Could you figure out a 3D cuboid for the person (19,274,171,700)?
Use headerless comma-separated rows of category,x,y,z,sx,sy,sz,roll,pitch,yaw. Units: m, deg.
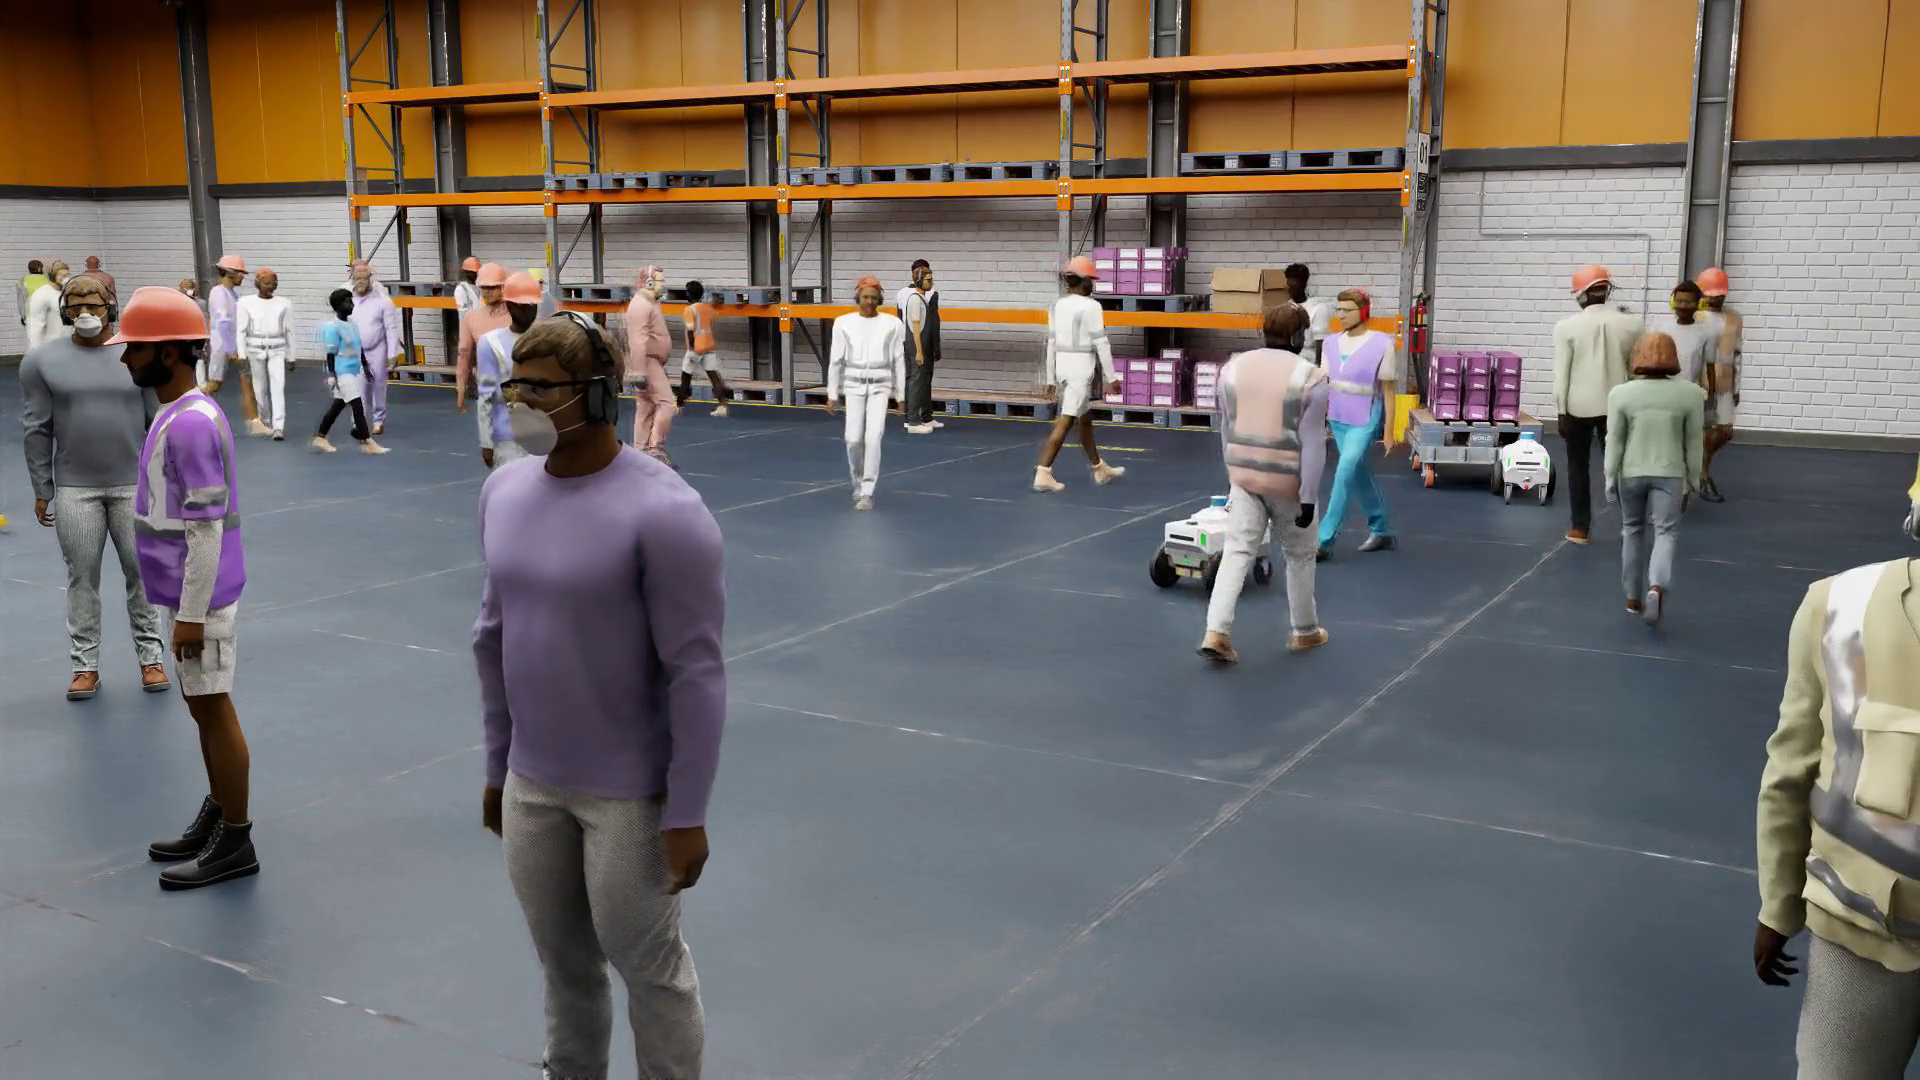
person,-3.936,-0.243,7.659,0.630,1.940,0.372,-5,11,-25

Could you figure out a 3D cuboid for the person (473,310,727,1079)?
person,-0.753,0.504,3.430,0.629,1.940,0.379,7,12,33

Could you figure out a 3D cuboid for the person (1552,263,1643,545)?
person,4.372,-0.895,11.334,0.639,1.960,0.795,1,10,4

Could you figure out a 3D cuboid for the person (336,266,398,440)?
person,-6.412,-2.022,17.976,0.664,1.847,1.010,-2,10,-10

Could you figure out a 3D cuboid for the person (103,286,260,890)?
person,-2.513,0.157,5.400,0.354,1.939,0.545,-6,11,-29

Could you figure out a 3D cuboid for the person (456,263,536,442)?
person,-3.647,-1.207,13.140,0.642,1.935,1.040,1,10,7

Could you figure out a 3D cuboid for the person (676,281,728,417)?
person,-3.199,-2.315,20.200,0.878,1.640,0.548,5,11,27

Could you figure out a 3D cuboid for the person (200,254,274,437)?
person,-7.958,-2.082,17.940,1.017,1.999,0.627,0,10,0

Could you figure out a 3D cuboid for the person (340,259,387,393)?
person,-7.885,-2.753,21.972,0.404,1.905,0.650,9,14,43

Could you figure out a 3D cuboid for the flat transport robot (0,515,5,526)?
flat transport robot,-7.726,-0.212,12.205,1.431,0.197,0.652,6,12,32

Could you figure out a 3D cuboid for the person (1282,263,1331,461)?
person,3.196,-1.622,15.552,0.618,1.921,0.998,9,14,42

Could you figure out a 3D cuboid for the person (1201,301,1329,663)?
person,1.529,-0.282,8.277,0.623,1.809,0.930,8,13,38

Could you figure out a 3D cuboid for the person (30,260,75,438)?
person,-9.571,-2.032,17.845,0.776,1.908,0.647,0,10,2

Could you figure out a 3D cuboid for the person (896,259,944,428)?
person,-0.473,-2.228,18.956,0.589,1.920,0.399,8,13,39

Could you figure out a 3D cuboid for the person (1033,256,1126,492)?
person,1.006,-1.406,14.142,1.071,1.986,0.623,-6,12,-30

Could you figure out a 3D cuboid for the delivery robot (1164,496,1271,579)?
delivery robot,1.566,-0.025,10.079,0.707,0.478,0.477,-9,14,-43

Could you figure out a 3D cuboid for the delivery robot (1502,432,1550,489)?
delivery robot,4.606,-0.636,13.538,0.477,0.478,0.707,3,10,16

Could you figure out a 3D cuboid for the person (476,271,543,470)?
person,-2.609,-0.653,10.026,0.568,1.927,0.596,-6,12,-32

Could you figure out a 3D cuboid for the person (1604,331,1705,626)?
person,3.805,-0.343,9.154,0.504,1.610,0.742,5,11,24

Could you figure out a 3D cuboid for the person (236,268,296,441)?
person,-7.475,-2.002,17.934,0.604,1.857,0.950,-5,11,-24

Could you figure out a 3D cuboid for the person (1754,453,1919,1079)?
person,1.675,0.662,2.843,0.600,1.827,0.404,7,12,34

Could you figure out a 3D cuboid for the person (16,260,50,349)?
person,-15.349,-3.741,27.755,0.624,1.841,0.430,-4,11,-23

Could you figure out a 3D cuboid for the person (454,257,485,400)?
person,-6.508,-2.837,22.392,0.474,1.921,0.586,4,11,23

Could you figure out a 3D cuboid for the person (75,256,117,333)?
person,-14.898,-3.945,28.715,0.639,1.908,0.409,-7,12,-33

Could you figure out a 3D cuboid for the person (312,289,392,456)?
person,-6.115,-1.661,16.496,0.859,1.657,0.534,0,10,3

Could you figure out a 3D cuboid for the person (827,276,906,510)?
person,-0.745,-1.183,13.282,0.624,1.836,0.751,0,10,0

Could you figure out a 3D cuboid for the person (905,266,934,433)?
person,-0.446,-2.111,18.500,0.327,1.844,0.514,0,10,2

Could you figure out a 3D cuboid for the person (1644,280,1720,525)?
person,5.461,-1.056,12.616,0.518,1.827,0.971,9,14,42

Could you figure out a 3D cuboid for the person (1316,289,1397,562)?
person,2.587,-0.764,11.032,0.989,1.792,0.590,-6,12,-32

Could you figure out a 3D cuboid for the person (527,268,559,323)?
person,-5.175,-2.358,20.018,0.828,1.791,0.609,4,11,22

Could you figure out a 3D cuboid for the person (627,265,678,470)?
person,-2.788,-1.575,15.332,0.575,1.885,0.687,-1,10,-6

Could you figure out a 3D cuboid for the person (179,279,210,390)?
person,-10.654,-2.801,23.040,0.497,1.626,0.283,-8,13,-38

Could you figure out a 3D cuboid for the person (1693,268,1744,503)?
person,6.078,-1.267,13.579,0.566,1.897,0.568,-1,10,-7
